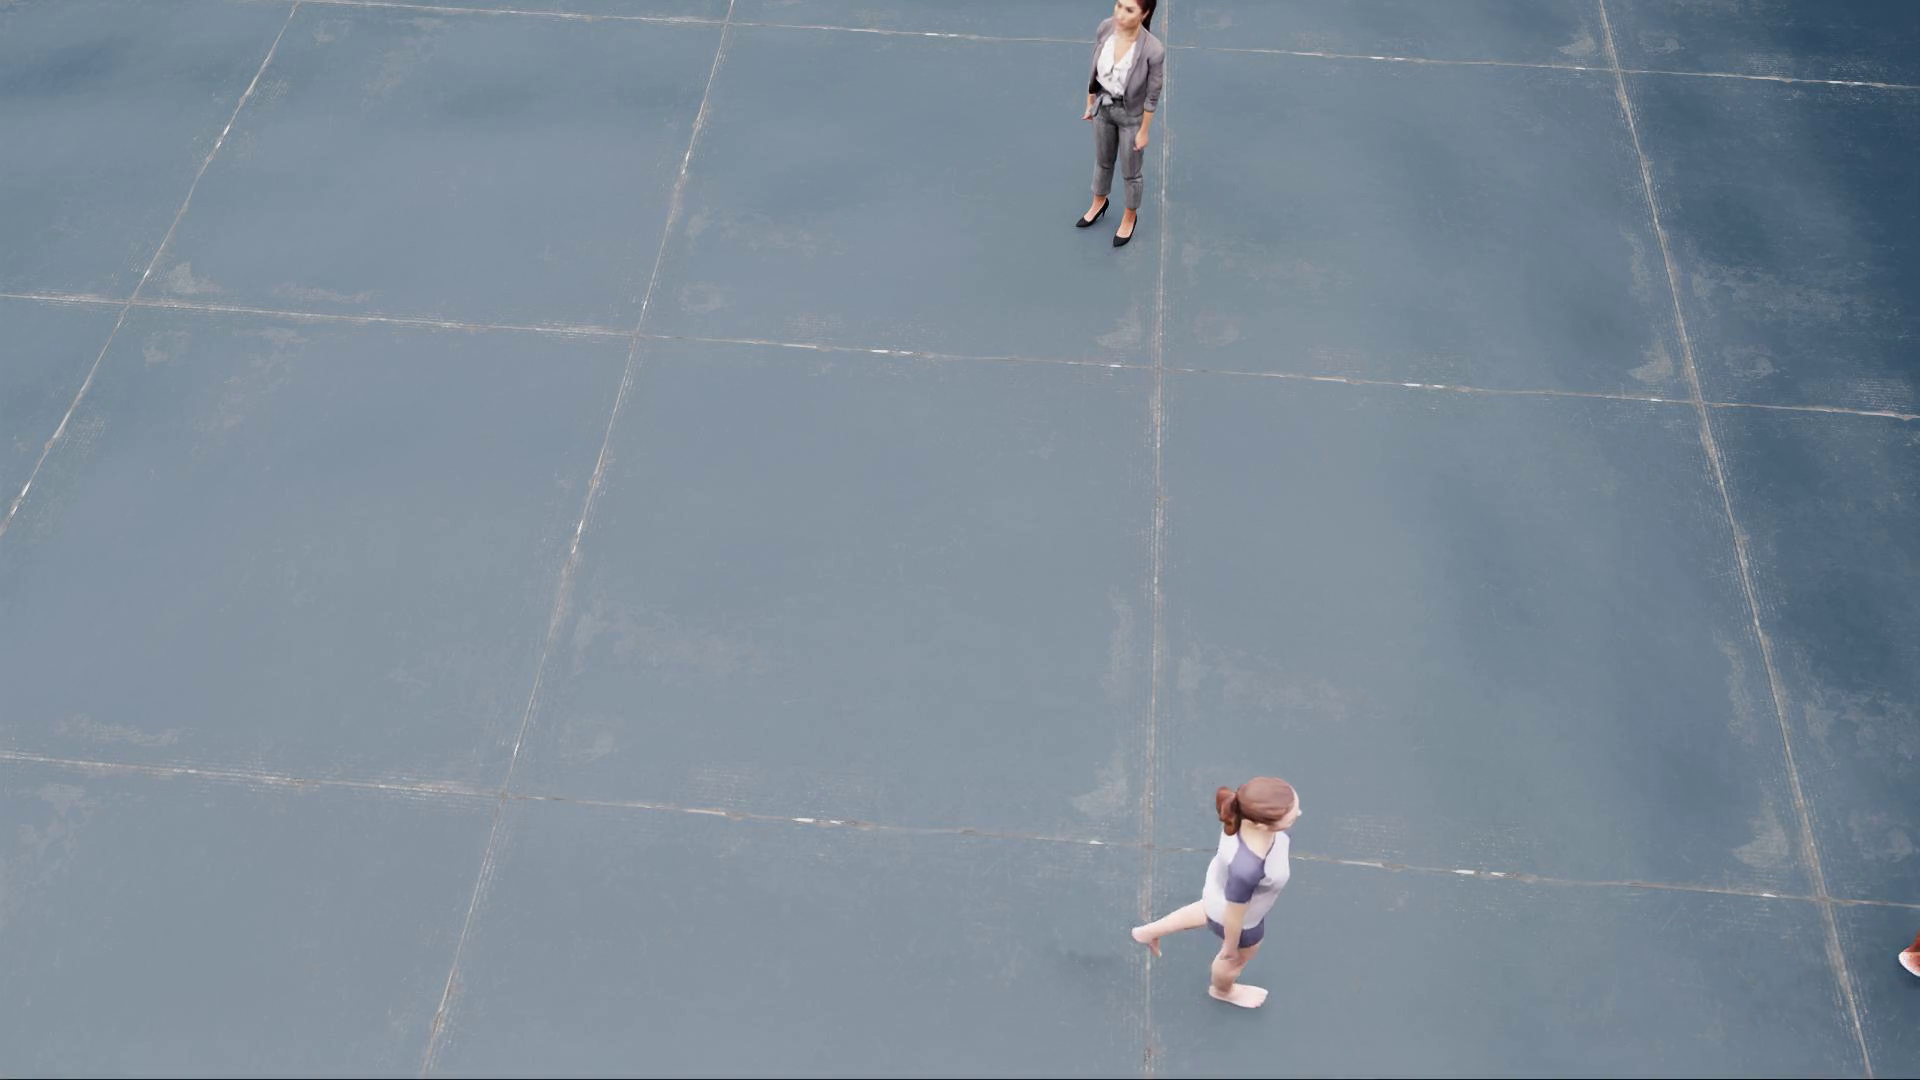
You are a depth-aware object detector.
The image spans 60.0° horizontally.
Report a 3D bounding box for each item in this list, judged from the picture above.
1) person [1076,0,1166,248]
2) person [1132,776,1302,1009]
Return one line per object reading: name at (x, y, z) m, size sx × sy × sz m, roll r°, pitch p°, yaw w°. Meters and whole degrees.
person at (0.921, -2.412, 9.440) m, size 0.709 × 1.678 × 0.790 m, roll 34°, pitch 59°, yaw 23°
person at (1.003, 1.362, 6.470) m, size 0.829 × 1.755 × 0.599 m, roll 7°, pitch 53°, yaw 5°
